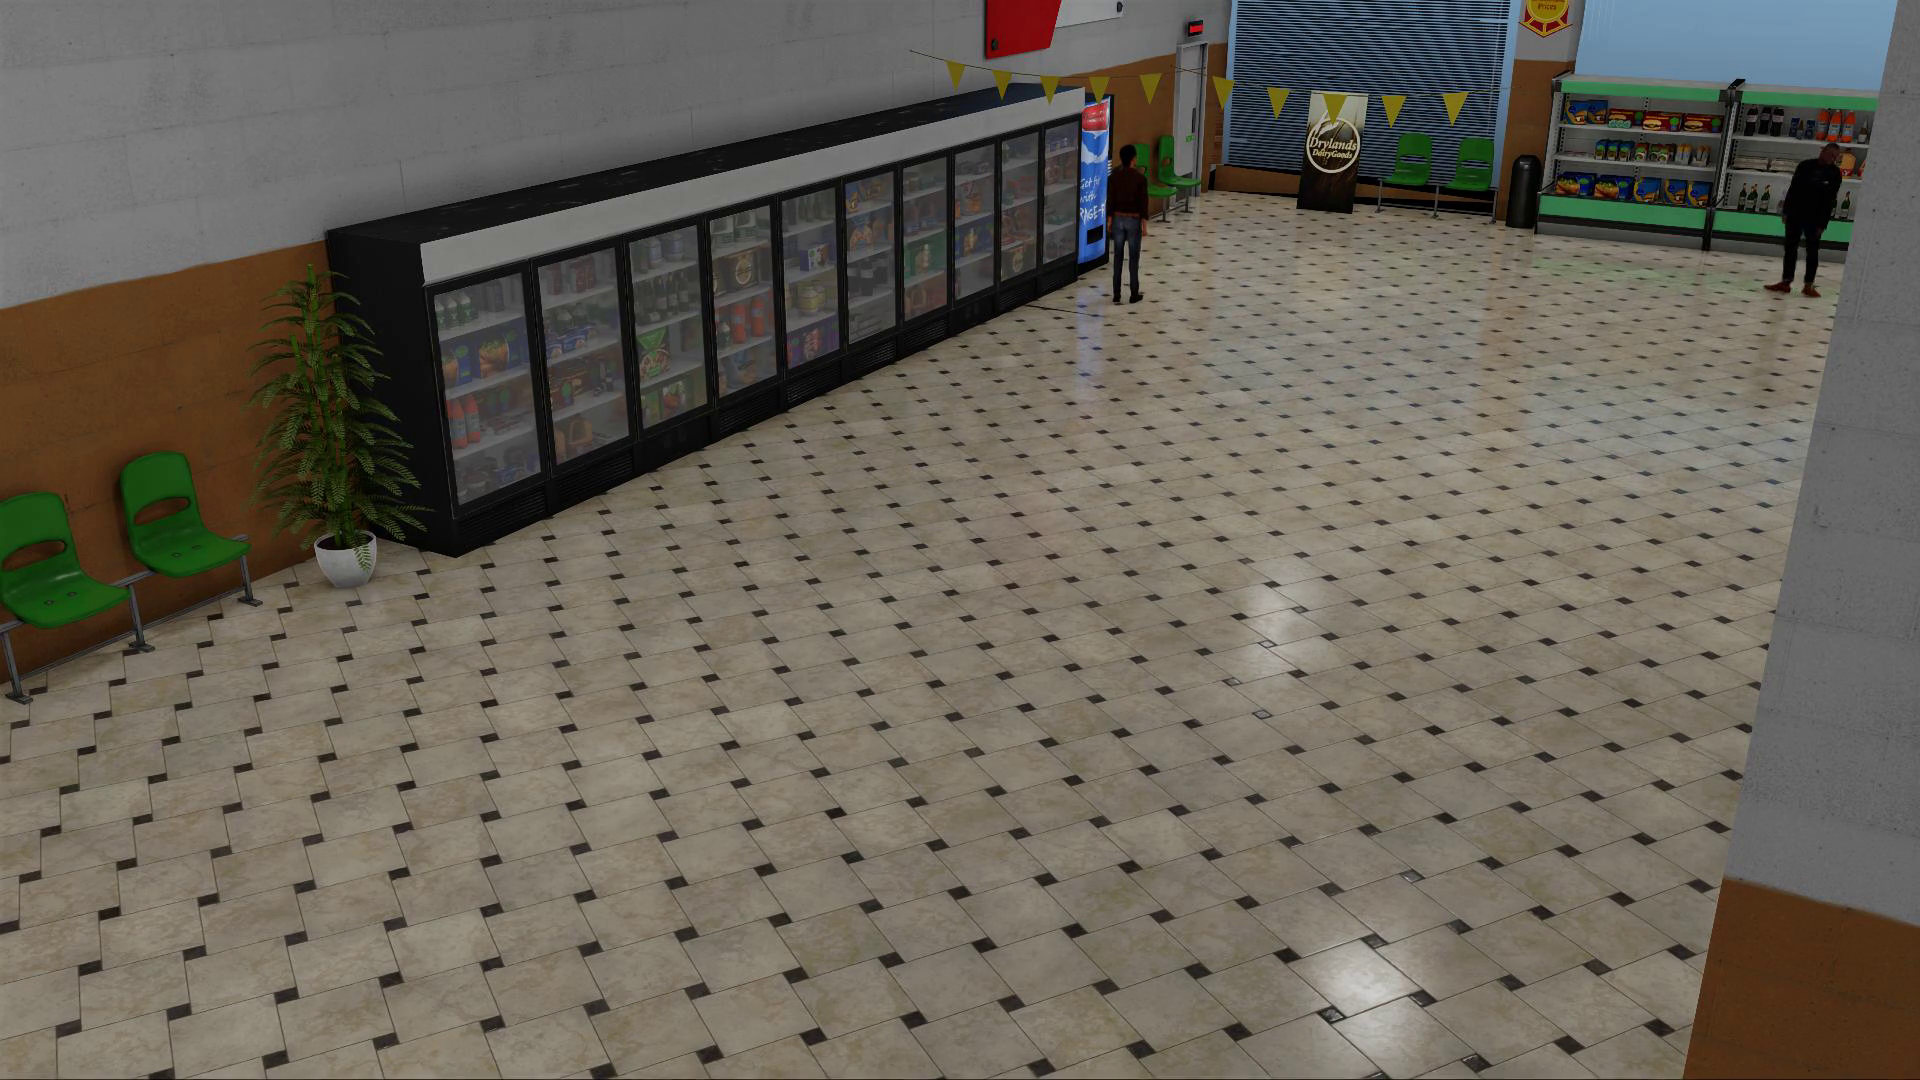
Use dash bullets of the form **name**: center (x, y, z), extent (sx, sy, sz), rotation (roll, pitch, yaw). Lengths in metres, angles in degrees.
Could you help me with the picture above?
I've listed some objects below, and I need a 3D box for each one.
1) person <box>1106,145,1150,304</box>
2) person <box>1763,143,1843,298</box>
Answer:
- **person**: center (1.910, -3.610, 19.014), extent (0.503, 1.778, 0.729), rotation (8, 23, 20)
- **person**: center (9.793, -3.740, 19.327), extent (0.966, 1.786, 0.738), rotation (-9, 23, -20)
